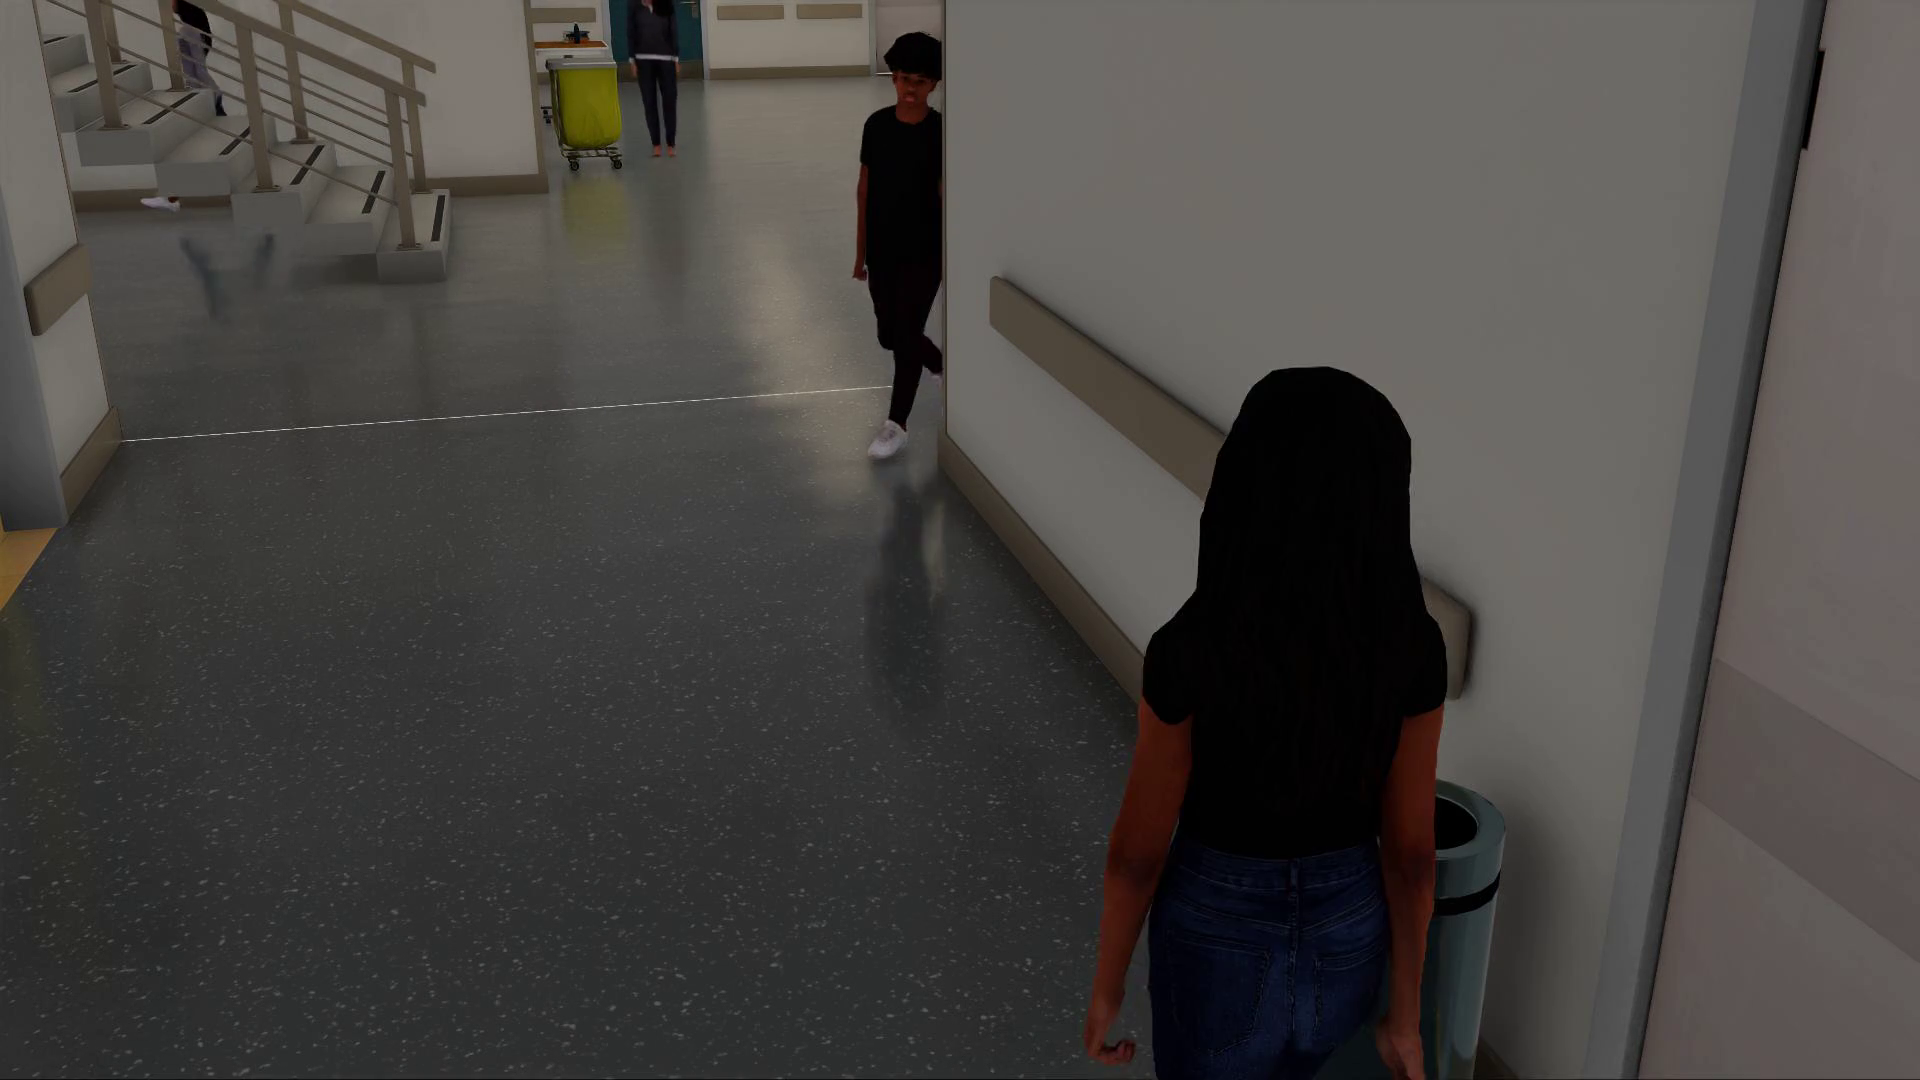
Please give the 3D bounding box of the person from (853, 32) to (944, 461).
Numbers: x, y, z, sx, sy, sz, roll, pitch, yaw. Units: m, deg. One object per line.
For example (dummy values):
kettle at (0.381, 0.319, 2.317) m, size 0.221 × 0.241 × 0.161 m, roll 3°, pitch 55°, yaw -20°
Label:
person at (-0.192, -1.263, 7.151) m, size 1.053 × 1.751 × 1.120 m, roll 13°, pitch 24°, yaw 30°

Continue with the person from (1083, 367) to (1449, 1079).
person at (0.417, 0.675, 2.128) m, size 1.104 × 1.684 × 0.666 m, roll -4°, pitch 21°, yaw -11°

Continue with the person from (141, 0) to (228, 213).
person at (-5.665, -3.324, 12.692) m, size 1.187 × 1.680 × 0.684 m, roll -7°, pitch 22°, yaw -17°

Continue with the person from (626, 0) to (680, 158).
person at (-2.890, -4.505, 15.715) m, size 0.815 × 1.748 × 0.725 m, roll -4°, pitch 21°, yaw -10°
